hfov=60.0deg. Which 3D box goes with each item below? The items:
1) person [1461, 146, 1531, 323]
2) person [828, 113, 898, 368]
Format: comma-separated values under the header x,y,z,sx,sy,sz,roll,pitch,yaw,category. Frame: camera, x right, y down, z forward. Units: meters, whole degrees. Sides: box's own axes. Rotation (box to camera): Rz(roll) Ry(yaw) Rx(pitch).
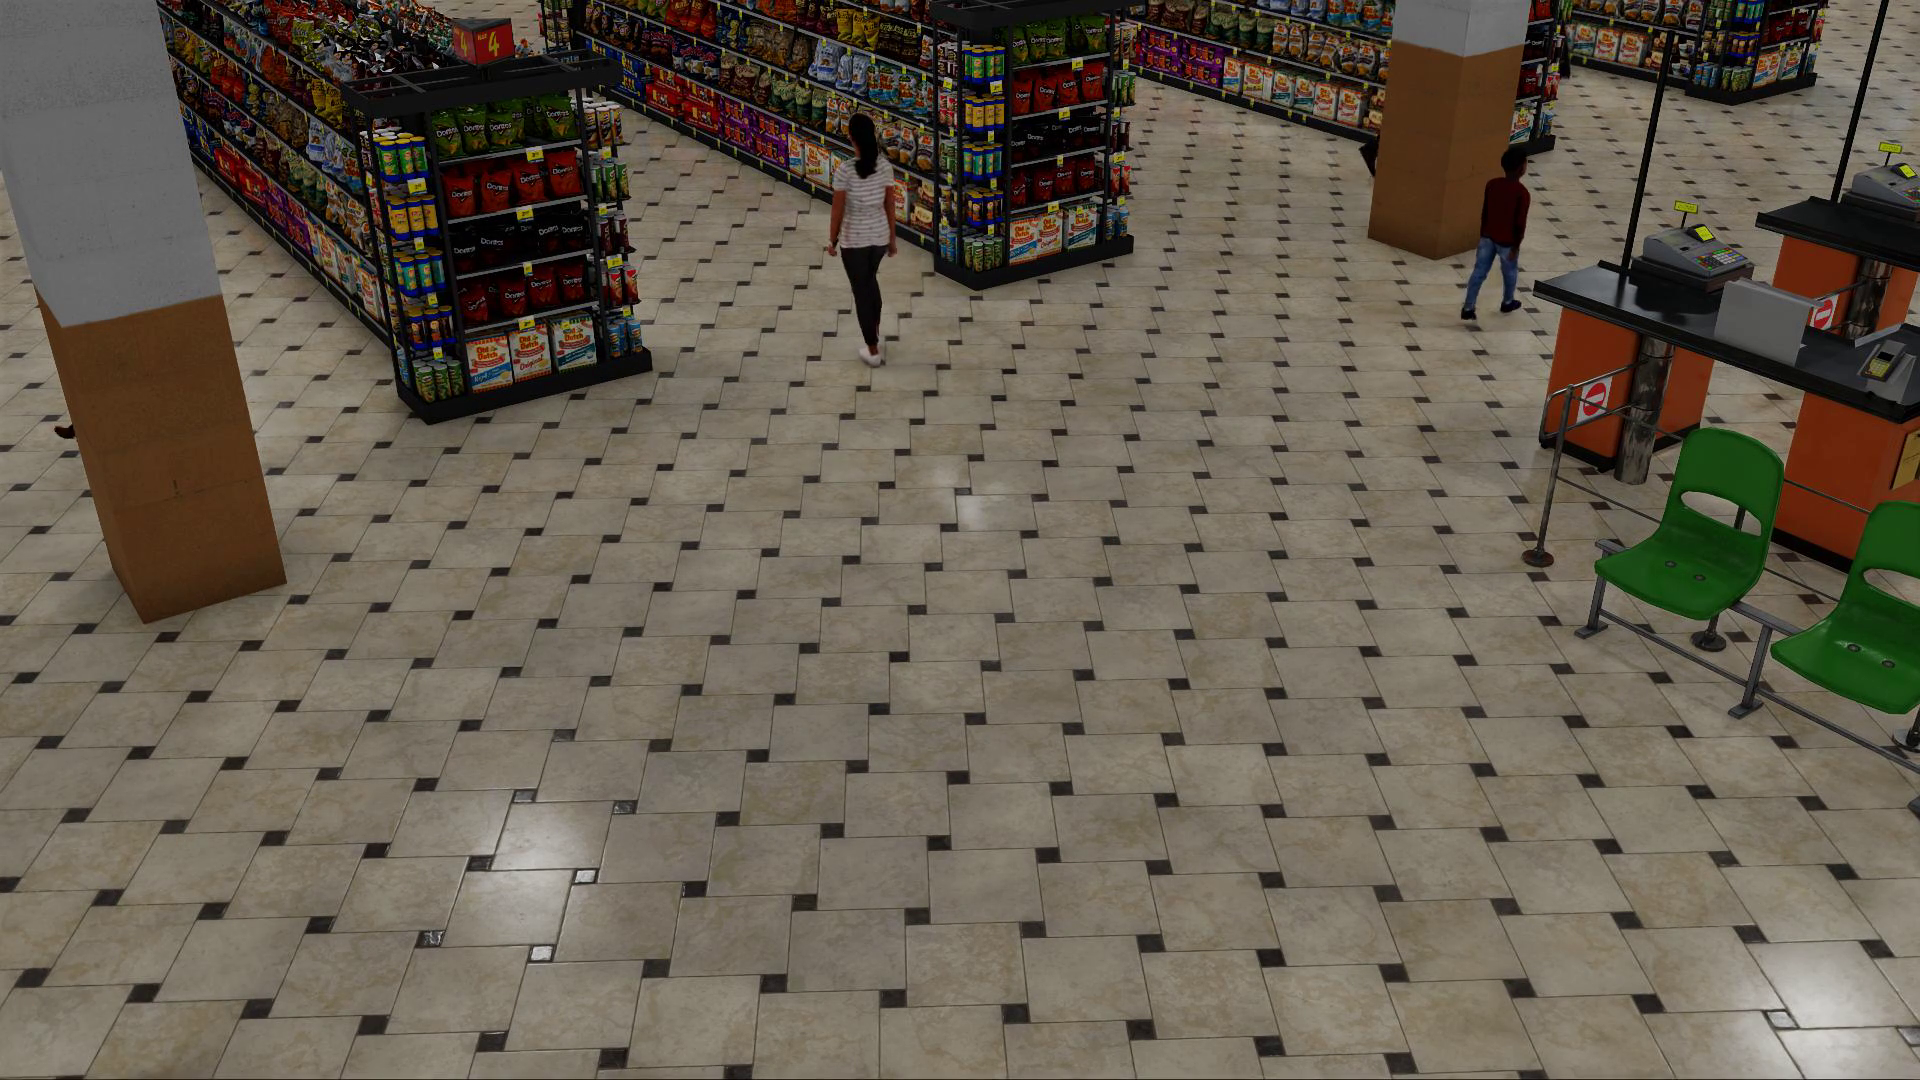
x,y,z,sx,sy,sz,roll,pitch,yaw,category
3.675,-2.062,11.430,0.860,1.230,0.706,23,36,36,person
-0.575,-1.895,10.709,0.556,1.628,0.647,-18,33,-29,person
